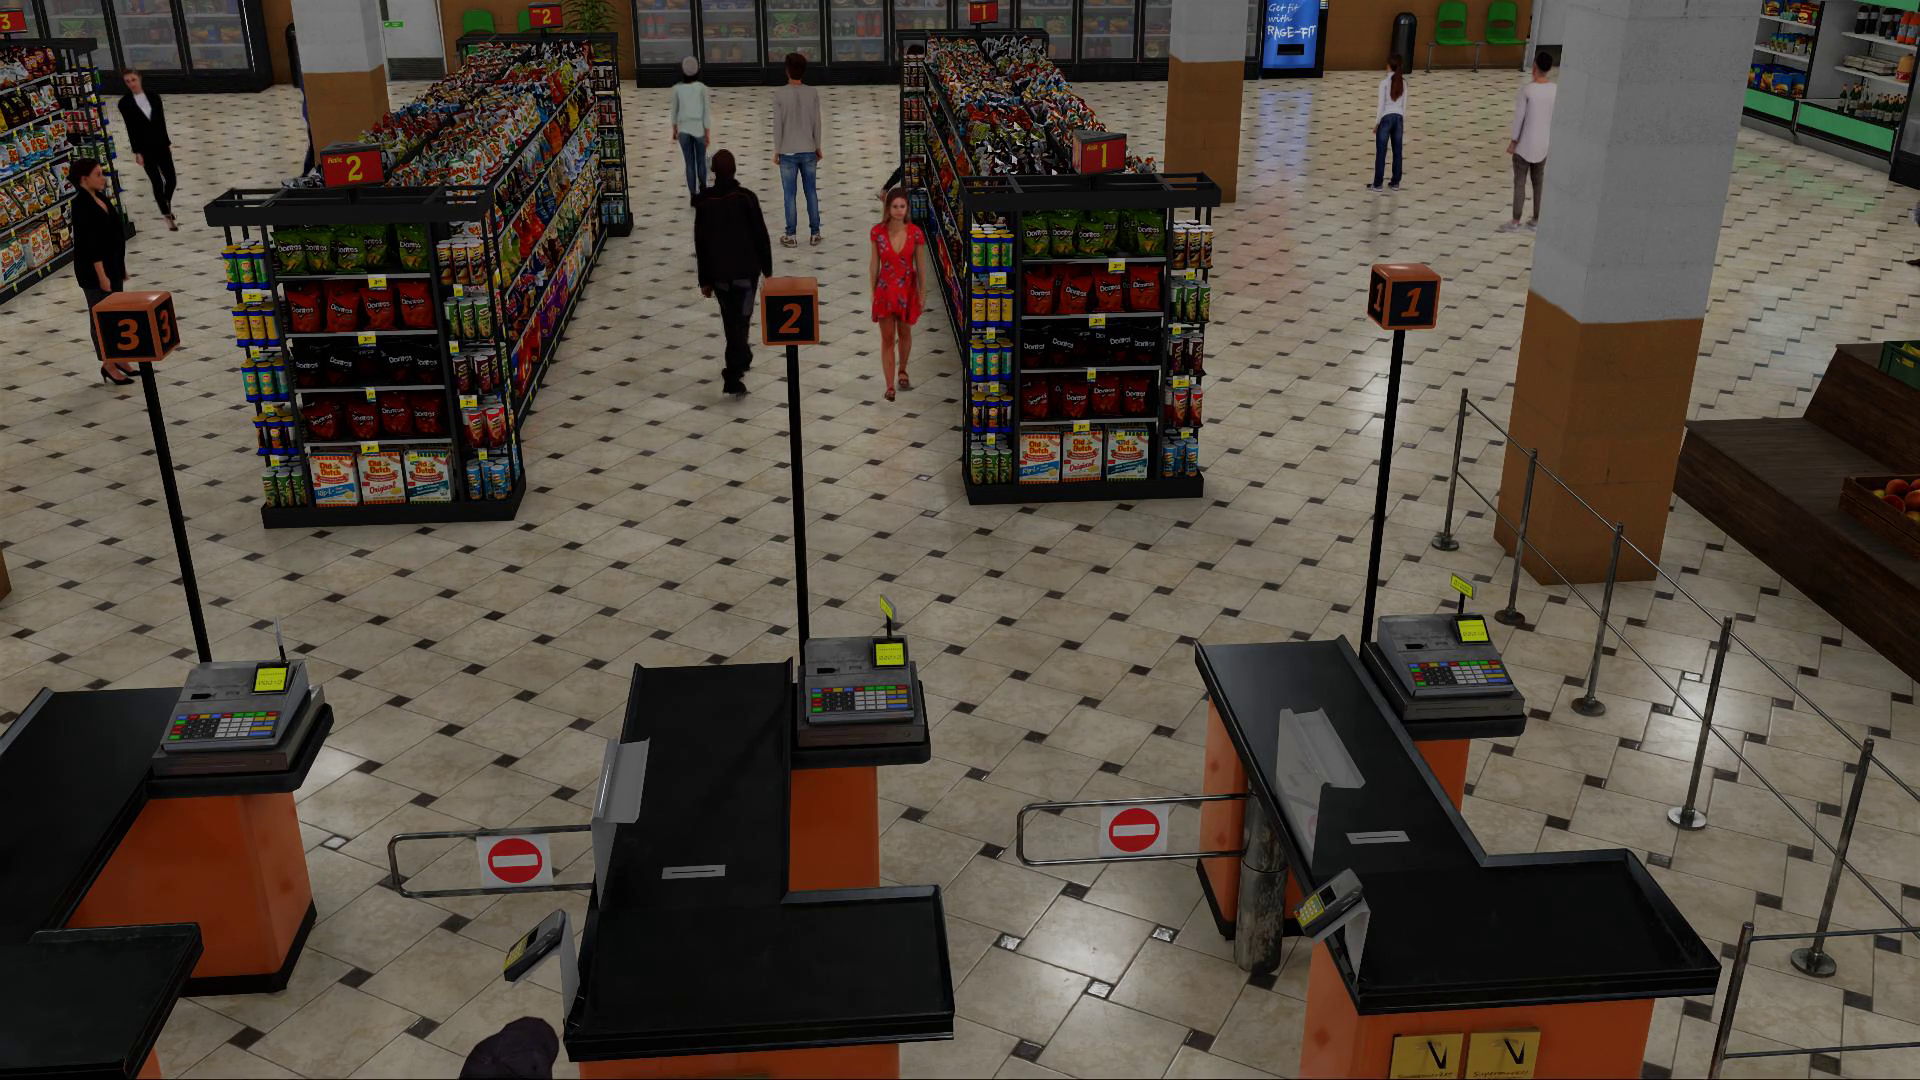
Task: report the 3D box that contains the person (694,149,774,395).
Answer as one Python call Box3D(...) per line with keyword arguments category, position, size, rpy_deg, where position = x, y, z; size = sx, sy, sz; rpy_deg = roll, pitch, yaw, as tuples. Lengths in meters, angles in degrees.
Box3D(category="person", position=(-1.702, -1.959, 12.396), size=(0.958, 1.787, 1.321), rpy_deg=(5, 24, 11))

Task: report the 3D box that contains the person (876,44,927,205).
Box3D(category="person", position=(-0.599, -4.501, 18.240), size=(0.793, 1.758, 0.950), rpy_deg=(-8, 25, -18))

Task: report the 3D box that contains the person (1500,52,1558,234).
Box3D(category="person", position=(5.956, -4.135, 17.302), size=(0.702, 1.839, 0.594), rpy_deg=(-6, 24, -13))

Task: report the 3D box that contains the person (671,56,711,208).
Box3D(category="person", position=(-2.959, -4.470, 18.369), size=(0.613, 1.598, 1.111), rpy_deg=(-3, 24, -7))

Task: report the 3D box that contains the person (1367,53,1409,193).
Box3D(category="person", position=(4.983, -4.833, 19.249), size=(0.559, 1.558, 0.548), rpy_deg=(-5, 24, -11))

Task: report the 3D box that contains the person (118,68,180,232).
Box3D(category="person", position=(-8.438, -4.040, 17.284), size=(0.858, 1.681, 0.797), rpy_deg=(19, 30, 37))

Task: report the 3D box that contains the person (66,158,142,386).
Box3D(category="person", position=(-6.555, -2.045, 12.683), size=(0.688, 1.714, 0.495), rpy_deg=(-1, 24, -3))

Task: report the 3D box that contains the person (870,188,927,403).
Box3D(category="person", position=(-0.462, -1.848, 12.436), size=(0.555, 1.550, 1.034), rpy_deg=(-1, 24, -3))

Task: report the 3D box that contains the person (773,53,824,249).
Box3D(category="person", position=(-1.624, -3.909, 16.701), size=(0.706, 1.908, 0.657), rpy_deg=(-8, 25, -17))
